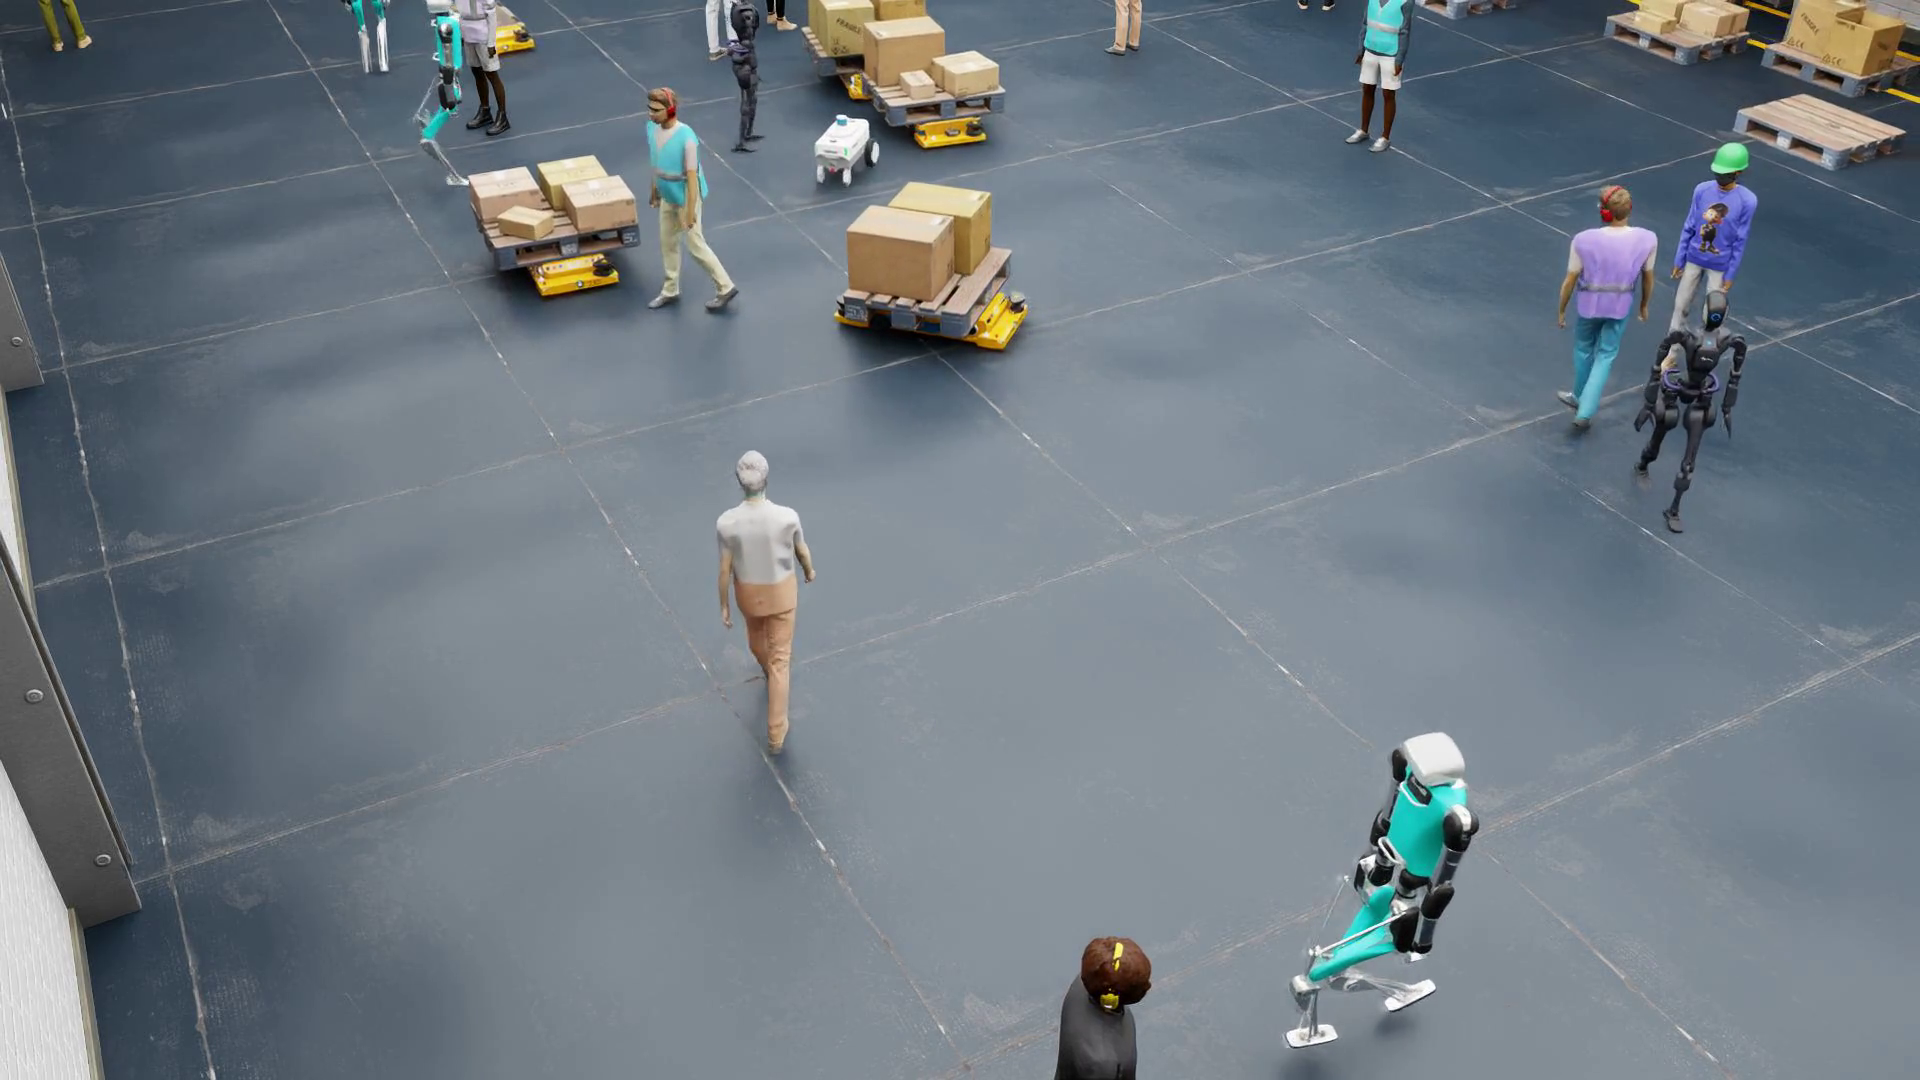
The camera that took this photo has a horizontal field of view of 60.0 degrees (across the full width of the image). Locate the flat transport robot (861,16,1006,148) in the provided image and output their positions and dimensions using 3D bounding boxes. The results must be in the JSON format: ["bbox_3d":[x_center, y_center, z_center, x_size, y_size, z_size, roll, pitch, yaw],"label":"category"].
[{"bbox_3d":[-0.285,-4.350,16.926,0.659,0.231,1.431,-11,37,-16],"label":"flat transport robot"}]

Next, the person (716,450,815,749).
[{"bbox_3d":[-1.051,0.240,9.120,0.457,1.698,0.912,3,35,4],"label":"person"}]

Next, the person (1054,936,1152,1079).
[{"bbox_3d":[0.506,2.160,6.234,0.335,1.873,0.502,1,35,1],"label":"person"}]

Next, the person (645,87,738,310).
[{"bbox_3d":[-2.243,-2.709,13.215,0.590,1.842,0.657,-29,44,-35],"label":"person"}]

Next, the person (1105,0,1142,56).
[{"bbox_3d":[1.849,-6.206,18.350,0.462,1.675,0.374,-27,43,-33],"label":"person"}]

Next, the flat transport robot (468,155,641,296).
[{"bbox_3d":[-3.448,-2.516,14.308,0.659,0.231,1.431,-15,38,-20],"label":"flat transport robot"}]

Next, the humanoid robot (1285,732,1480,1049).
[{"bbox_3d":[1.715,1.604,7.165,1.011,1.750,0.537,-10,36,-14],"label":"humanoid robot"}]

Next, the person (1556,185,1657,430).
[{"bbox_3d":[4.525,-1.618,11.687,0.644,1.802,0.628,7,36,10],"label":"person"}]

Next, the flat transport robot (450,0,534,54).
[{"bbox_3d":[-5.448,-5.902,19.143,0.659,0.231,1.431,-18,39,-24],"label":"flat transport robot"}]

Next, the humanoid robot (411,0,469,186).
[{"bbox_3d":[-4.822,-4.072,15.269,0.679,1.822,0.530,-5,35,-7],"label":"humanoid robot"}]

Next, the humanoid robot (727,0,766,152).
[{"bbox_3d":[-2.090,-4.623,16.095,0.487,1.645,0.616,-11,36,-15],"label":"humanoid robot"}]

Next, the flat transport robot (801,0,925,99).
[{"bbox_3d":[-1.010,-5.130,18.040,0.659,0.231,1.431,-9,36,-13],"label":"flat transport robot"}]

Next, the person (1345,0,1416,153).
[{"bbox_3d":[4.078,-4.710,15.996,0.453,1.931,0.551,-29,44,-34],"label":"person"}]

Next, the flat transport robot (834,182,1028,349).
[{"bbox_3d":[-0.233,-1.858,13.369,1.431,0.231,0.659,11,37,15],"label":"flat transport robot"}]

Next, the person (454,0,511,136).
[{"bbox_3d":[-4.760,-4.952,16.339,0.542,1.932,0.367,24,42,30],"label":"person"}]

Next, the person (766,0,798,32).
[{"bbox_3d":[-2.077,-6.710,19.056,0.318,1.690,0.529,-19,39,-25],"label":"person"}]

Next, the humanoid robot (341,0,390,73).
[{"bbox_3d":[-6.377,-5.848,17.854,0.542,1.884,0.667,-9,36,-12],"label":"humanoid robot"}]

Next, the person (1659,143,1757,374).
[{"bbox_3d":[5.483,-2.026,12.231,0.460,1.862,0.404,29,44,35],"label":"person"}]

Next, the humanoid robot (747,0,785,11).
[{"bbox_3d":[-2.371,-7.114,19.620,0.531,1.796,0.798,-20,40,-26],"label":"humanoid robot"}]

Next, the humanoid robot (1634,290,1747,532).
[{"bbox_3d":[4.739,-0.916,10.838,0.595,1.631,0.749,5,35,8],"label":"humanoid robot"}]

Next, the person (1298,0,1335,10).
[{"bbox_3d":[4.293,-7.264,19.615,0.602,1.959,0.375,7,36,10],"label":"person"}]

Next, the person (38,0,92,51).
[{"bbox_3d":[-10.148,-6.359,18.429,0.520,1.837,0.367,-11,36,-15],"label":"person"}]

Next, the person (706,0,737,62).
[{"bbox_3d":[-2.610,-6.143,18.089,0.578,1.877,0.350,15,38,20],"label":"person"}]

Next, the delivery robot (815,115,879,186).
[{"bbox_3d":[-1.106,-3.737,15.812,0.499,0.606,0.807,9,36,13],"label":"delivery robot"}]
